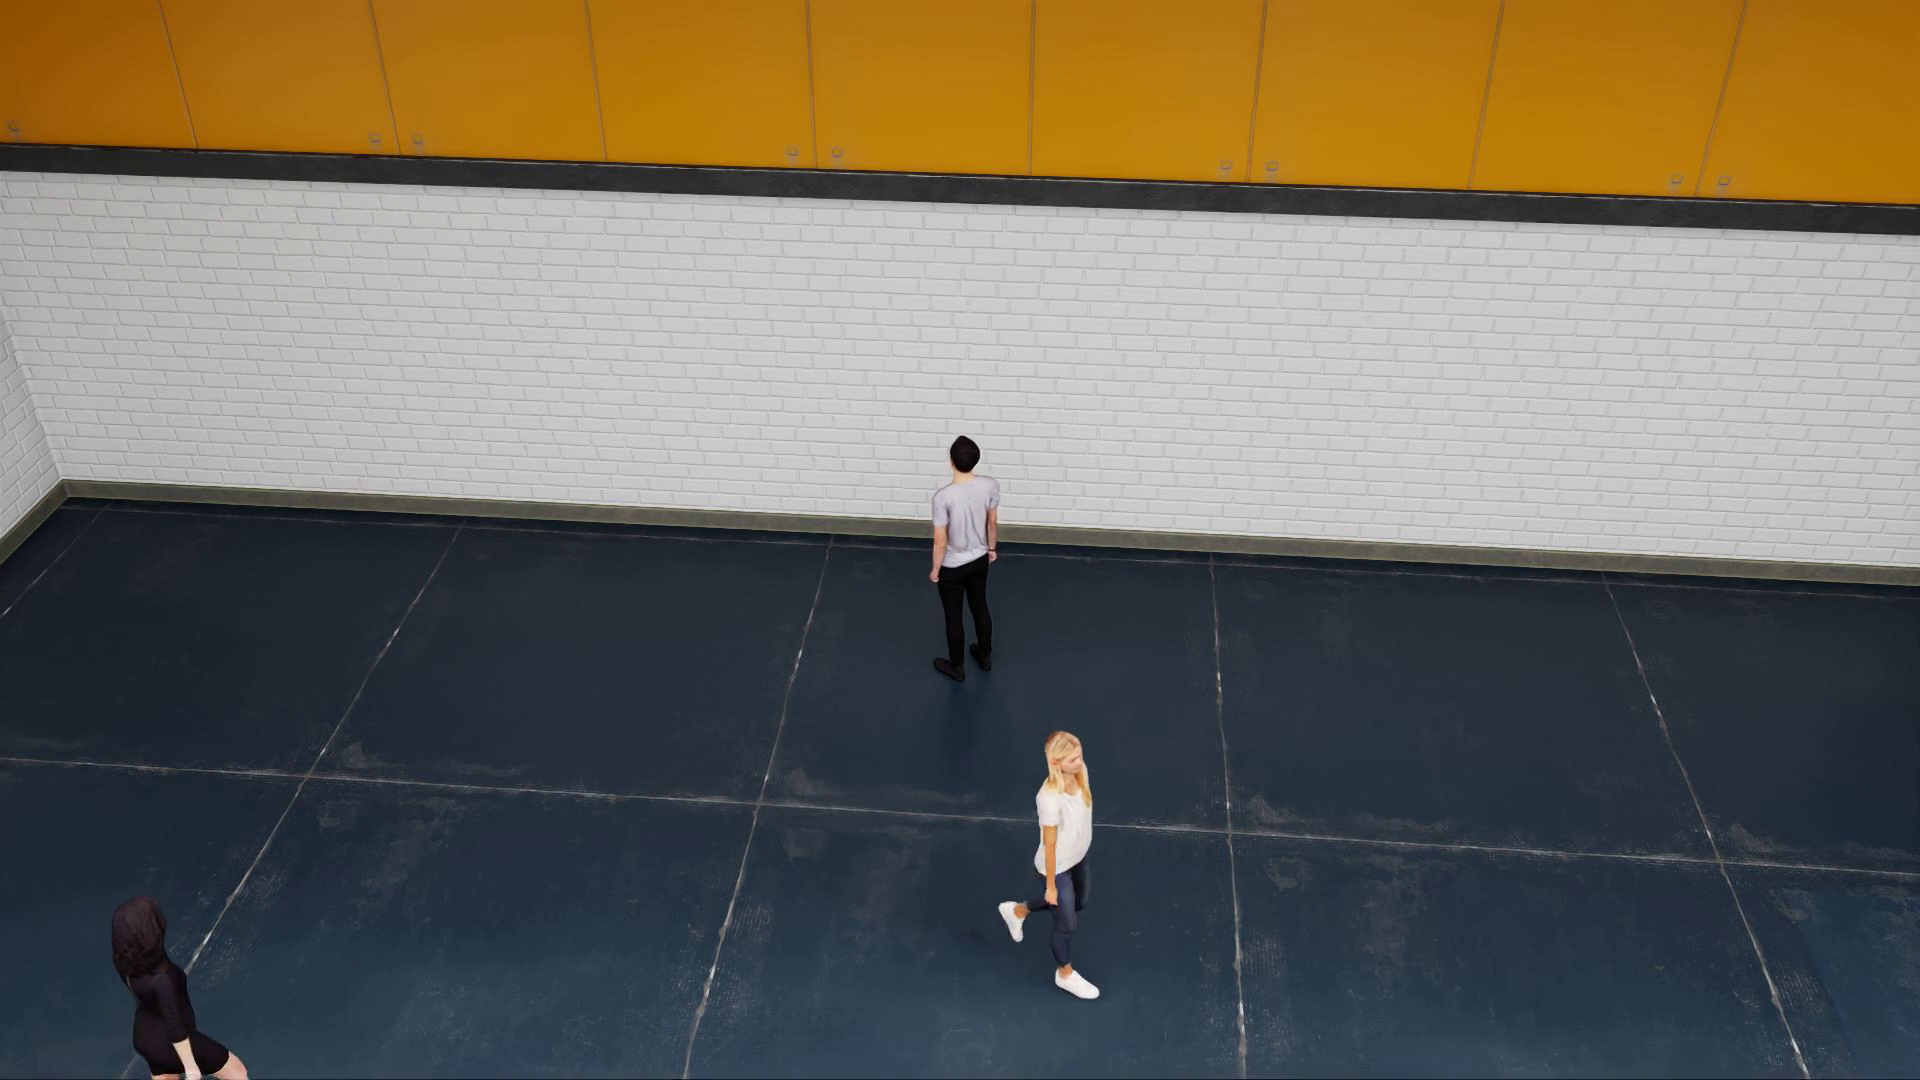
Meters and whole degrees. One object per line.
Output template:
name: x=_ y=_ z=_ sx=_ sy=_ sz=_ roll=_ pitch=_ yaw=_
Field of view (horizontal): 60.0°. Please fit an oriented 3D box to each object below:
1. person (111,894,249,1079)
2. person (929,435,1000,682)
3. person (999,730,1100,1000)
person: x=-3.821 y=2.469 z=7.906 sx=0.843 sy=1.781 sz=0.953 roll=20 pitch=39 yaw=27
person: x=0.025 y=0.139 z=11.338 sx=0.741 sy=1.862 sz=0.757 roll=-19 pitch=38 yaw=-26
person: x=0.477 y=1.727 z=9.009 sx=0.889 sy=1.794 sz=0.953 roll=18 pitch=38 yaw=25
